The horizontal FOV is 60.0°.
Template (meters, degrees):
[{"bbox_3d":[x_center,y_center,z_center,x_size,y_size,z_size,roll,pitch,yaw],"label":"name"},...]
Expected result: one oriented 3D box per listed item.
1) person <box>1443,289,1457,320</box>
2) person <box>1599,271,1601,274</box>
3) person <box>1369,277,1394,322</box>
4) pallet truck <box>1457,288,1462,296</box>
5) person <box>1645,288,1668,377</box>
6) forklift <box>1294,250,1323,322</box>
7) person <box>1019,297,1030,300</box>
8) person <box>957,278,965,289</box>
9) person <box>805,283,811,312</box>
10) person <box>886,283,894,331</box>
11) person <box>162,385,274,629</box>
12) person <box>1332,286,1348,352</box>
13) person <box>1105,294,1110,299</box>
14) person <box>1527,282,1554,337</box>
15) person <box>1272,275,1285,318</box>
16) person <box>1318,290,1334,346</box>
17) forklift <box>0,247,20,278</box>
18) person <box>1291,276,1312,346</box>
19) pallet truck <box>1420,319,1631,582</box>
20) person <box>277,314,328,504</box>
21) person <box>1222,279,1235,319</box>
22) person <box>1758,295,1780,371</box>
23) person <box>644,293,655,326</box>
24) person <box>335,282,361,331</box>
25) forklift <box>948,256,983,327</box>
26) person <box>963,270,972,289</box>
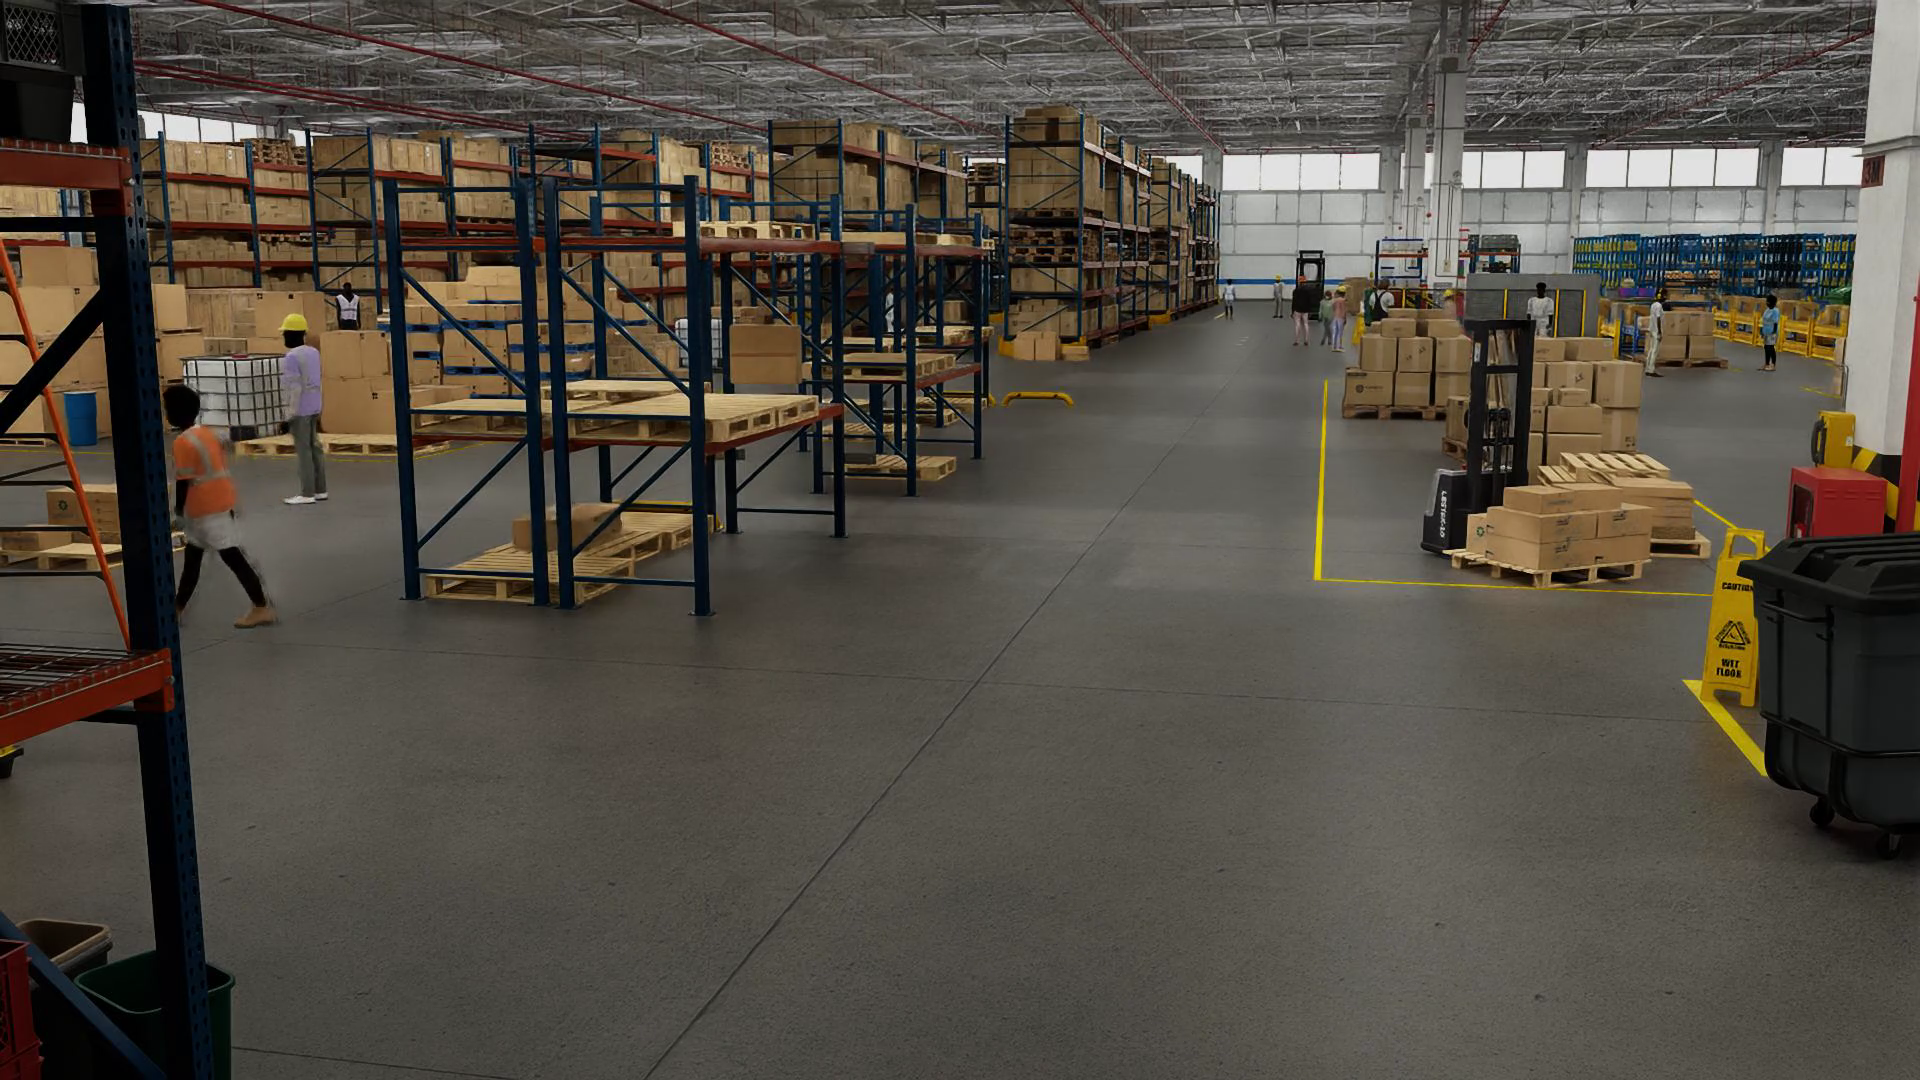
[{"bbox_3d":[11.943,-5.212,40.435,0.528,1.752,0.598,-9,13,-43],"label":"person"},{"bbox_3d":[33.878,-13.346,88.292,0.389,1.846,0.567,-1,10,-8],"label":"person"},{"bbox_3d":[10.469,-5.470,41.079,0.535,2.000,0.685,-7,12,-36],"label":"person"},{"bbox_3d":[20.506,-9.785,68.819,0.653,1.274,1.630,2,10,12],"label":"pallet truck"},{"bbox_3d":[14.675,-4.357,35.015,0.321,1.863,0.530,1,10,8],"label":"person"},{"bbox_3d":[13.778,-10.002,65.433,1.129,2.768,1.873,2,10,12],"label":"forklift"},{"bbox_3d":[2.540,-9.380,64.316,0.611,2.008,0.477,8,13,40],"label":"person"},{"bbox_3d":[0.064,-11.019,74.713,0.615,1.777,0.968,2,10,14],"label":"person"},{"bbox_3d":[-6.753,-11.266,75.754,0.633,1.923,0.586,1,10,6],"label":"person"},{"bbox_3d":[-1.751,-5.721,43.028,0.346,1.882,0.584,-1,10,-6],"label":"person"},{"bbox_3d":[-5.033,-0.204,11.066,0.850,1.640,0.529,-2,10,-12],"label":"person"},{"bbox_3d":[10.169,-5.909,44.484,0.305,1.772,0.525,-4,10,-20],"label":"person"},{"bbox_3d":[5.307,-8.608,60.128,0.990,1.903,0.550,2,10,13],"label":"person"},{"bbox_3d":[13.240,-4.906,38.007,0.598,1.958,0.377,8,12,39],"label":"person"},{"bbox_3d":[13.444,-10.278,70.208,0.405,1.823,0.591,-7,12,-36],"label":"person"},{"bbox_3d":[10.618,-6.405,47.918,0.517,1.594,0.787,7,12,36],"label":"person"},{"bbox_3d":[-26.957,-6.988,47.585,1.129,2.768,1.873,2,10,12],"label":"forklift"},{"bbox_3d":[9.772,-6.552,47.621,0.623,1.992,0.396,-2,10,-9],"label":"person"},{"bbox_3d":[4.543,-0.757,13.299,0.823,1.965,1.885,-4,10,-22],"label":"pallet truck"},{"bbox_3d":[-6.686,-1.319,16.834,0.404,1.924,0.647,0,10,1],"label":"person"},{"bbox_3d":[11.092,-9.959,68.748,0.538,1.677,0.630,0,10,1],"label":"person"},{"bbox_3d":[17.977,-4.589,36.908,0.320,1.691,0.536,0,10,0],"label":"person"},{"bbox_3d":[-7.697,-5.278,41.139,0.307,1.638,0.511,-2,10,-11],"label":"person"},{"bbox_3d":[-15.155,-5.429,41.236,0.592,1.911,0.385,-8,13,-41],"label":"person"},{"bbox_3d":[0.129,-6.824,46.618,1.129,2.768,1.873,2,10,12],"label":"forklift"},{"bbox_3d":[0.276,-12.593,83.552,0.648,1.941,1.049,1,10,4],"label":"person"}]
